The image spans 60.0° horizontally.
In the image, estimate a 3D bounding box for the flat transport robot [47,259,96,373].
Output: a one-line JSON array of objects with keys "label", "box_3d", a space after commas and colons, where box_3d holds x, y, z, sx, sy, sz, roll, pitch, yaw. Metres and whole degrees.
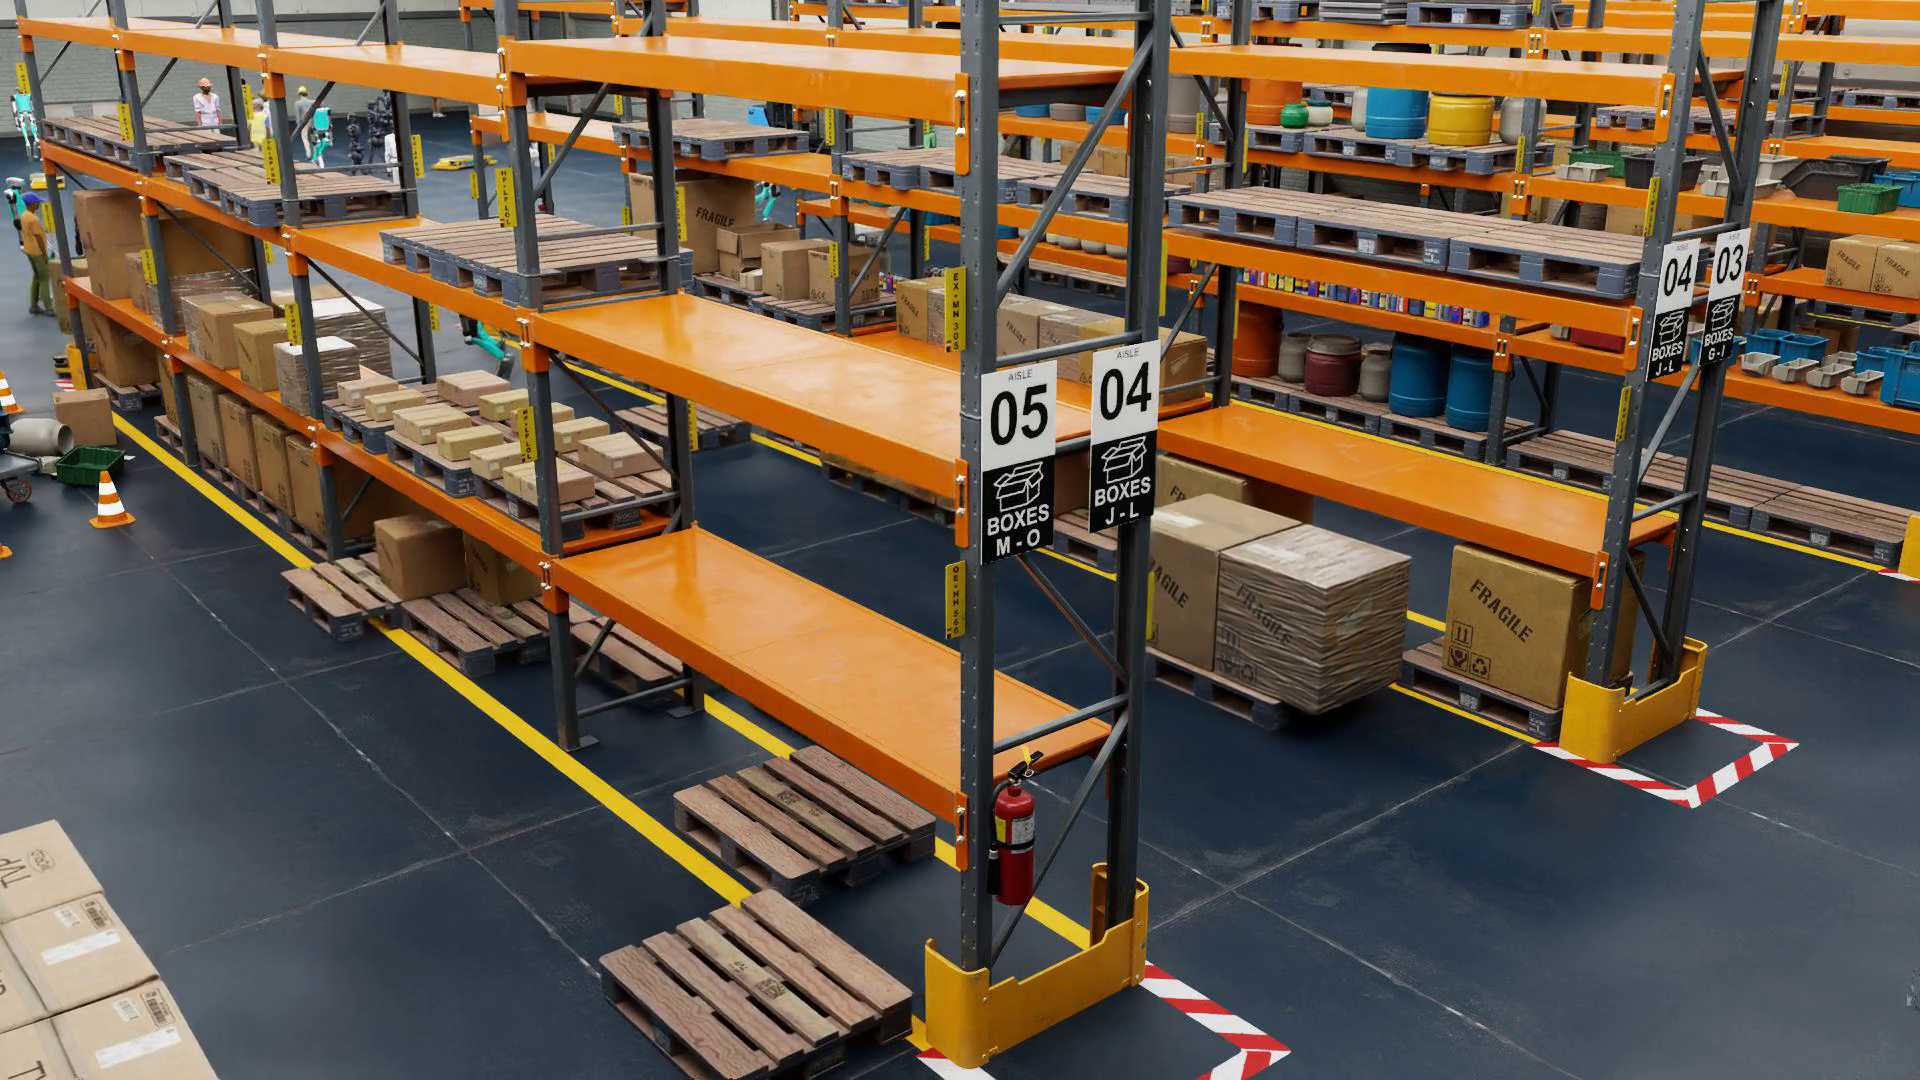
[{"label": "flat transport robot", "box_3d": [-10.296, -2.260, 20.367, 1.431, 0.231, 0.659, -10, 22, -25]}]

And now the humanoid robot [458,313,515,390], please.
[{"label": "humanoid robot", "box_3d": [-5.240, -2.362, 18.451, 0.818, 1.778, 0.545, -1, 19, -1]}]

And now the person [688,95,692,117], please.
[{"label": "person", "box_3d": [-5.769, -8.972, 37.080, 0.866, 1.865, 0.575, 4, 20, 11]}]

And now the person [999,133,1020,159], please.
[{"label": "person", "box_3d": [1.048, -7.063, 31.826, 0.693, 1.727, 0.566, 11, 22, 28]}]

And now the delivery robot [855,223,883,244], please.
[{"label": "delivery robot", "box_3d": [-1.681, -5.310, 28.638, 0.808, 0.607, 0.499, -16, 25, -38]}]

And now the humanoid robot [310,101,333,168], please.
[{"label": "humanoid robot", "box_3d": [-14.289, -8.829, 37.018, 0.745, 1.895, 0.540, 15, 24, 36]}]

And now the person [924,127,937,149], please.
[{"label": "person", "box_3d": [-0.636, -7.532, 33.171, 0.477, 1.733, 0.316, 15, 24, 37]}]

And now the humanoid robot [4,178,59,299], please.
[{"label": "humanoid robot", "box_3d": [-13.344, -4.355, 24.096, 0.668, 1.784, 0.548, -6, 20, -17]}]

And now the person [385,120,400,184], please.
[{"label": "person", "box_3d": [-10.564, -7.020, 31.481, 0.582, 1.883, 0.348, -1, 19, -2]}]

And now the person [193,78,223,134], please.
[{"label": "person", "box_3d": [-17.787, -9.902, 39.440, 0.360, 2.047, 0.612, 15, 25, 37]}]

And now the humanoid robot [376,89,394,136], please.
[{"label": "humanoid robot", "box_3d": [-14.723, -10.888, 42.857, 0.599, 1.620, 0.775, -3, 20, -10]}]

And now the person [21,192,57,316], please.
[{"label": "person", "box_3d": [-12.732, -3.951, 23.012, 0.463, 1.725, 0.385, 18, 26, 41]}]

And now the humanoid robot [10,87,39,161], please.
[{"label": "humanoid robot", "box_3d": [-22.608, -10.052, 40.351, 0.530, 1.800, 0.803, -12, 23, -30]}]

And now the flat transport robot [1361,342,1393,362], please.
[{"label": "flat transport robot", "box_3d": [5.246, -2.127, 19.988, 0.659, 0.231, 1.431, -13, 23, -33]}]

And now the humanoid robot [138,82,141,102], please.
[{"label": "humanoid robot", "box_3d": [-22.479, -11.627, 44.892, 0.539, 1.774, 1.034, 4, 20, 10]}]

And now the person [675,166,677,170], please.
[{"label": "person", "box_3d": [-5.023, -6.024, 28.540, 0.370, 1.959, 0.603, 7, 21, 20]}]

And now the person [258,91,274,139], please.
[{"label": "person", "box_3d": [-15.514, -9.108, 37.378, 0.349, 1.912, 0.498, 4, 20, 10]}]

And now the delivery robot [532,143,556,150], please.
[{"label": "delivery robot", "box_3d": [-10.809, -10.377, 43.013, 0.499, 0.579, 0.753, -12, 23, -31]}]

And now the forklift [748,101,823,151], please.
[{"label": "forklift", "box_3d": [-4.526, -11.368, 42.374, 1.129, 2.768, 1.873, -15, 24, -37]}]

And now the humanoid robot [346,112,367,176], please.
[{"label": "humanoid robot", "box_3d": [-12.891, -8.265, 35.415, 0.786, 1.626, 0.590, -2, 19, -6]}]

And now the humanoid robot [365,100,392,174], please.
[{"label": "humanoid robot", "box_3d": [-13.447, -9.233, 38.102, 0.631, 1.640, 0.593, 2, 19, 4]}]

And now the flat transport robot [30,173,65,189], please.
[{"label": "flat transport robot", "box_3d": [-19.872, -7.829, 36.217, 0.659, 0.231, 1.431, -10, 22, -26]}]

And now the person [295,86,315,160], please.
[{"label": "person", "box_3d": [-15.991, -10.201, 40.728, 0.337, 1.774, 0.534, 17, 26, 40]}]

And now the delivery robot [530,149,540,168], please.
[{"label": "delivery robot", "box_3d": [-10.250, -8.991, 39.103, 0.499, 0.601, 0.783, 7, 21, 20]}]

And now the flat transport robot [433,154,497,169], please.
[{"label": "flat transport robot", "box_3d": [-11.747, -8.972, 39.471, 0.659, 0.231, 1.431, 11, 22, 28]}]

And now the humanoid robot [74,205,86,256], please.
[{"label": "humanoid robot", "box_3d": [-11.907, -3.880, 22.877, 0.601, 1.656, 0.340, 11, 22, 29]}]

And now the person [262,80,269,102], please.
[{"label": "person", "box_3d": [-18.549, -11.571, 44.712, 0.316, 1.695, 0.541, -11, 22, -27]}]

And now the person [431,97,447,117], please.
[{"label": "person", "box_3d": [-16.311, -14.079, 51.587, 0.507, 1.875, 0.406, 12, 23, 30]}]

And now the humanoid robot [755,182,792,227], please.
[{"label": "humanoid robot", "box_3d": [-3.422, -6.131, 29.175, 1.044, 1.736, 0.557, -15, 24, -36]}]

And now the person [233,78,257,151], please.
[{"label": "person", "box_3d": [-18.080, -10.770, 42.214, 0.794, 1.843, 0.410, 8, 21, 21]}]

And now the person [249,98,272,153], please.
[{"label": "person", "box_3d": [-15.130, -8.570, 35.927, 0.537, 1.867, 0.610, 5, 20, 14]}]
